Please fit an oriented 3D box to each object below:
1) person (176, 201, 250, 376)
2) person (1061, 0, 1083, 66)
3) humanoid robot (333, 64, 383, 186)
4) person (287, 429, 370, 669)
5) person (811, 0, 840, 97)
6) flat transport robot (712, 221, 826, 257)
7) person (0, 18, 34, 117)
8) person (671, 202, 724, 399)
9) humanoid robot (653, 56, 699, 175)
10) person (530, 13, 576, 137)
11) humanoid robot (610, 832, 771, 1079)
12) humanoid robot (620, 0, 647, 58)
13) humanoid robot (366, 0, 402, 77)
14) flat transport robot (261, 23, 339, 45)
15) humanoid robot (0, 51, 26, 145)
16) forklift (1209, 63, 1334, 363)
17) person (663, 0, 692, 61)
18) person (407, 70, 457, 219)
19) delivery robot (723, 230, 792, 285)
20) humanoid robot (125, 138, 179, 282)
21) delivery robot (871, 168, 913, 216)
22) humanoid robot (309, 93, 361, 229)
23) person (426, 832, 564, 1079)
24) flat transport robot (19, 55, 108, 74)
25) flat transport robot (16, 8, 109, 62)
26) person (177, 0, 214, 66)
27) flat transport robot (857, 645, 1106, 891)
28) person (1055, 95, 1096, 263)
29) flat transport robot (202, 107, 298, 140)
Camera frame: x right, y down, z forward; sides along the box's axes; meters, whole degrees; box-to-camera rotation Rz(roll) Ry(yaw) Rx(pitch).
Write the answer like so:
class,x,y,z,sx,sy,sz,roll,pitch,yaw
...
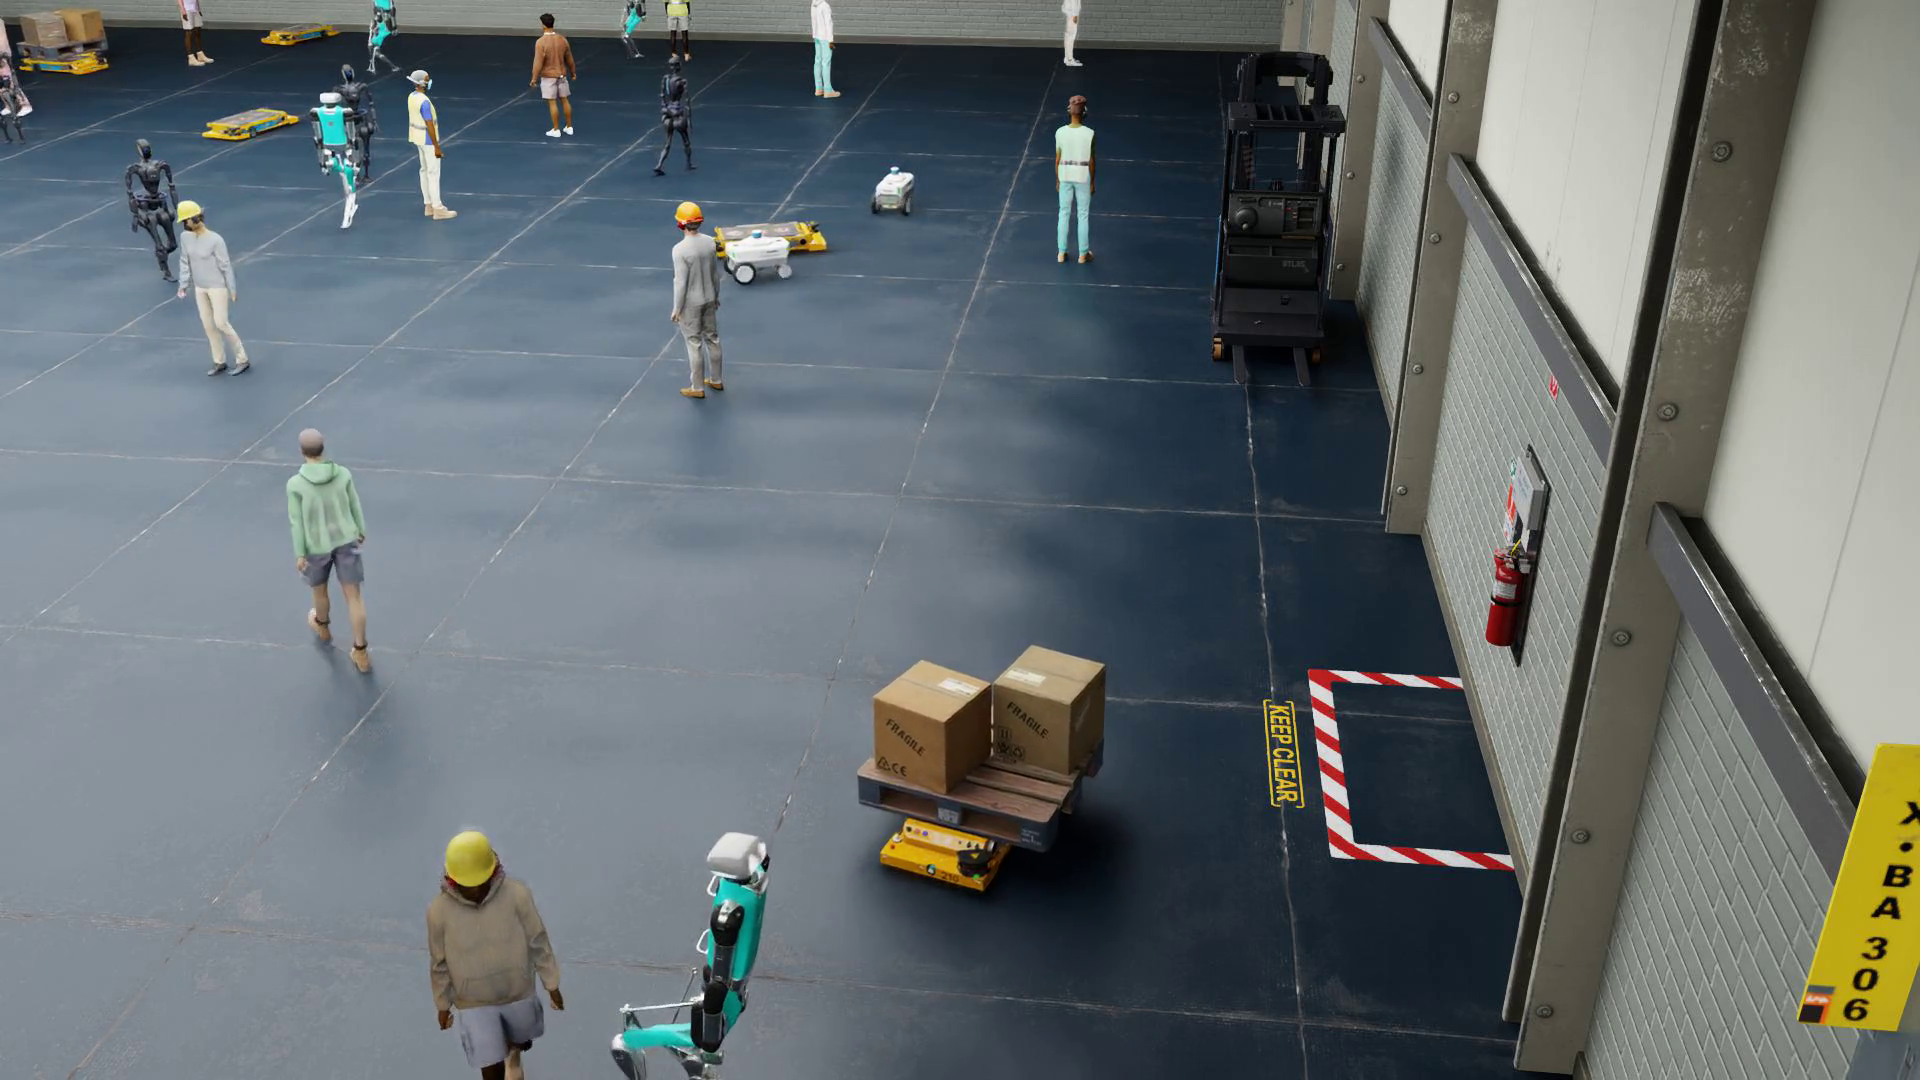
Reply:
class,x,y,z,sx,sy,sz,roll,pitch,yaw
person,-7.444,-2.476,16.436,0.556,1.743,0.415,11,29,20
person,2.083,-9.778,30.867,0.401,1.876,0.499,-2,27,-3
humanoid robot,-8.331,-5.750,23.057,0.589,1.644,0.602,-17,31,-30
person,-4.376,0.006,11.512,0.513,1.698,0.879,-17,31,-30
person,-2.326,-8.531,28.332,0.381,1.917,0.491,-20,33,-34
flat transport robot,-2.414,-3.708,20.542,1.431,0.231,0.659,-6,27,-13
person,-15.571,-7.831,26.970,0.728,1.886,0.488,20,33,35
person,-2.528,-2.293,15.902,0.365,1.894,0.585,20,33,34
humanoid robot,-4.098,-6.021,23.652,0.610,1.646,0.747,18,32,32
person,-6.265,-7.184,25.708,0.385,1.853,0.800,23,35,38
humanoid robot,-1.212,2.053,7.438,1.062,1.732,0.562,4,27,8
humanoid robot,-6.222,-9.900,31.345,0.655,1.869,0.547,-22,34,-37
humanoid robot,-10.573,-9.249,29.998,0.530,1.778,0.995,16,31,28
flat transport robot,-13.272,-10.180,33.462,0.659,0.231,1.431,13,29,24
humanoid robot,-14.537,-6.822,25.184,0.599,1.650,0.403,-9,28,-17
forklift,3.241,-3.477,17.183,1.129,2.768,1.873,3,27,6
person,-5.306,-9.891,31.300,0.527,1.689,0.322,5,27,10
person,-6.895,-5.114,21.539,0.392,1.891,0.543,-20,33,-34
delivery robot,-2.368,-3.324,19.430,0.756,0.571,0.499,-10,28,-20
humanoid robot,-9.354,-3.835,19.239,0.620,1.631,0.609,21,33,36
delivery robot,-0.865,-4.616,22.036,0.499,0.596,0.775,6,27,12
humanoid robot,-7.897,-4.902,21.345,0.539,1.767,1.031,-2,27,-4
person,-2.104,1.991,7.524,0.544,1.738,0.799,-10,28,-20
flat transport robot,-16.520,-8.762,30.631,1.431,0.231,0.659,8,28,16
flat transport robot,-16.769,-9.069,31.244,1.431,0.231,0.659,15,30,27
person,-14.260,-9.857,30.856,0.397,2.035,0.607,4,27,8
flat transport robot,0.120,1.561,10.022,0.659,0.231,1.431,11,29,21
person,1.370,-4.274,19.766,0.488,1.977,0.393,7,27,13
flat transport robot,-11.195,-6.559,26.233,0.659,0.231,1.431,9,28,17
